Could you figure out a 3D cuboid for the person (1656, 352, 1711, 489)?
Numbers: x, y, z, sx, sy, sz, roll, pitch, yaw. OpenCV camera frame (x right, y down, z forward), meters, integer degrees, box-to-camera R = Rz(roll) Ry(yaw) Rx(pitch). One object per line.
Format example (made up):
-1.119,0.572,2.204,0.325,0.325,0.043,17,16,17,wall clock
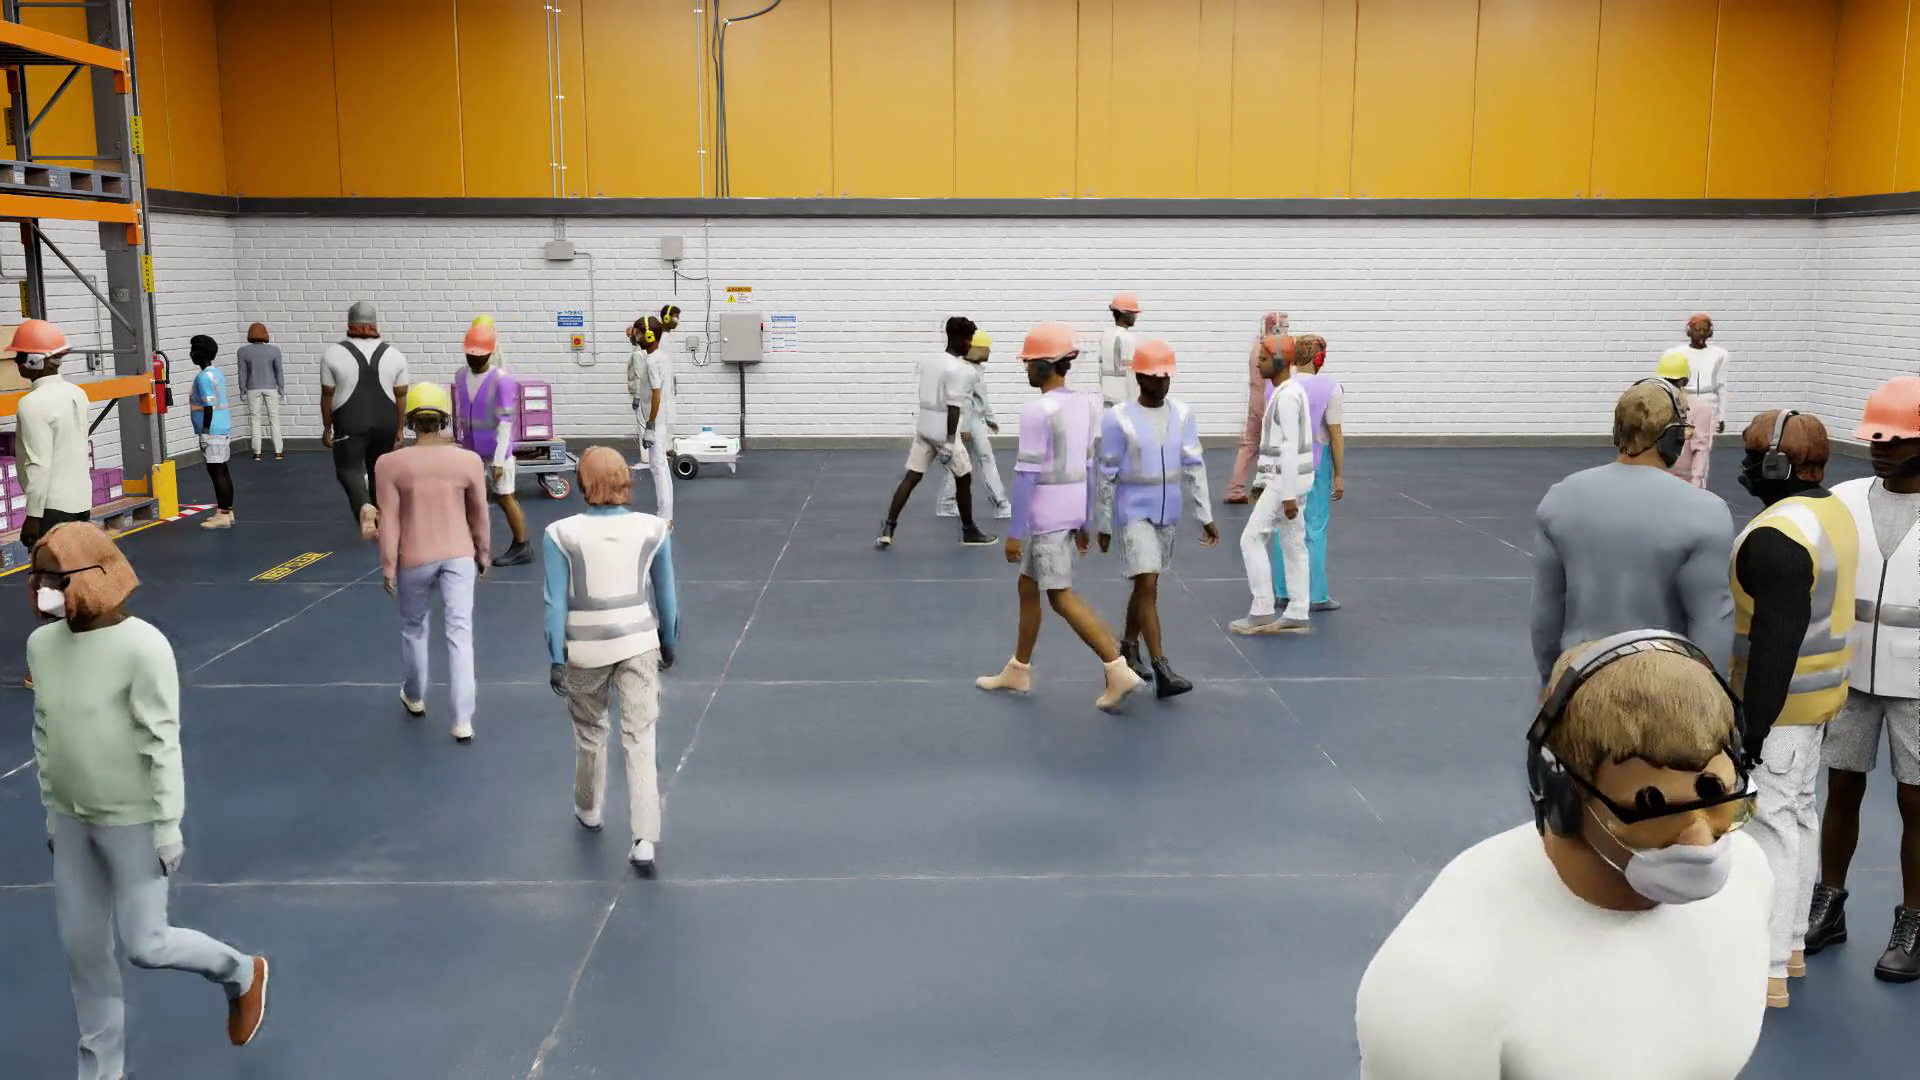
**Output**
4.946,-0.444,11.429,0.893,1.714,0.529,-8,12,-39,person

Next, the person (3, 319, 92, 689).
-4.918,-0.195,9.040,0.376,1.997,0.612,-1,9,-6,person

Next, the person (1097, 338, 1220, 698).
1.069,-0.118,8.867,0.566,1.888,0.951,-4,10,-25,person

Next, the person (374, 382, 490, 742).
-2.571,0.090,8.157,0.543,1.713,0.916,-4,10,-24,person

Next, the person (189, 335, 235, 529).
-6.554,-0.944,14.552,0.316,1.695,0.541,-2,9,-13,person

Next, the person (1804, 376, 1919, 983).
2.964,0.443,5.316,0.373,1.933,0.550,-8,12,-40,person

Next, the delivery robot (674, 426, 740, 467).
-2.748,-0.997,18.085,0.707,0.478,0.477,-1,9,-8,delivery robot

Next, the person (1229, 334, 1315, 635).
1.913,-0.335,10.301,0.640,1.863,0.570,3,10,18,person

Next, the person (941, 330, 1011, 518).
0.214,-1.038,15.102,0.871,1.706,0.504,1,9,4,person

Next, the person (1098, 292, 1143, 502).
1.592,-1.397,16.281,0.396,2.038,0.614,-4,10,-22,person

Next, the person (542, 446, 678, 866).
-1.343,0.431,6.446,0.532,1.590,0.881,-4,10,-22,person

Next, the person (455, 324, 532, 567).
-3.547,-0.664,12.330,0.613,1.858,0.978,4,10,23,person

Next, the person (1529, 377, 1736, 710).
2.063,0.469,5.147,0.352,1.937,0.635,-7,12,-38,person

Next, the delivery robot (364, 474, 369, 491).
-5.021,-0.478,14.900,0.707,0.478,0.477,8,12,40,delivery robot

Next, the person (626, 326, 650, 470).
-3.603,-1.610,18.818,0.313,1.637,0.513,0,9,2,person

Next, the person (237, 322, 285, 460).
-8.304,-1.764,19.777,0.503,1.631,0.283,-4,10,-21,person

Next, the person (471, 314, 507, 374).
-5.163,-1.585,18.235,0.407,1.786,0.615,-2,9,-12,person

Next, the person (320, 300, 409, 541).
-4.891,-0.980,13.722,0.689,2.000,0.763,-6,11,-33,person

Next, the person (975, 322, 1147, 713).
0.531,-0.115,8.555,0.998,2.007,0.621,5,11,29,person

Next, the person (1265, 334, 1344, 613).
2.268,-0.437,11.012,0.563,1.838,0.392,8,12,40,person

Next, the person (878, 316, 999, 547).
-0.215,-0.859,13.458,0.984,1.900,0.682,-6,11,-35,person

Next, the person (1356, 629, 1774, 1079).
0.750,1.006,2.025,0.667,1.876,0.888,-4,10,-25,person

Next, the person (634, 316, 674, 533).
-2.632,-0.981,14.275,0.329,1.865,0.508,0,9,-1,person

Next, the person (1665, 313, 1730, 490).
6.871,-1.196,15.623,0.583,1.864,0.714,2,10,14,person

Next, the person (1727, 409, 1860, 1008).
2.516,0.513,5.174,0.429,1.841,0.634,7,12,39,person

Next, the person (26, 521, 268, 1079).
-2.233,0.737,4.494,0.501,1.622,0.573,4,10,23,person

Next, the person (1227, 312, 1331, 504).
3.040,-1.245,15.916,0.988,1.857,0.643,-2,9,-9,person

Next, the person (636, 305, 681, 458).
-3.563,-1.875,19.807,0.515,1.846,0.562,3,10,15,person
